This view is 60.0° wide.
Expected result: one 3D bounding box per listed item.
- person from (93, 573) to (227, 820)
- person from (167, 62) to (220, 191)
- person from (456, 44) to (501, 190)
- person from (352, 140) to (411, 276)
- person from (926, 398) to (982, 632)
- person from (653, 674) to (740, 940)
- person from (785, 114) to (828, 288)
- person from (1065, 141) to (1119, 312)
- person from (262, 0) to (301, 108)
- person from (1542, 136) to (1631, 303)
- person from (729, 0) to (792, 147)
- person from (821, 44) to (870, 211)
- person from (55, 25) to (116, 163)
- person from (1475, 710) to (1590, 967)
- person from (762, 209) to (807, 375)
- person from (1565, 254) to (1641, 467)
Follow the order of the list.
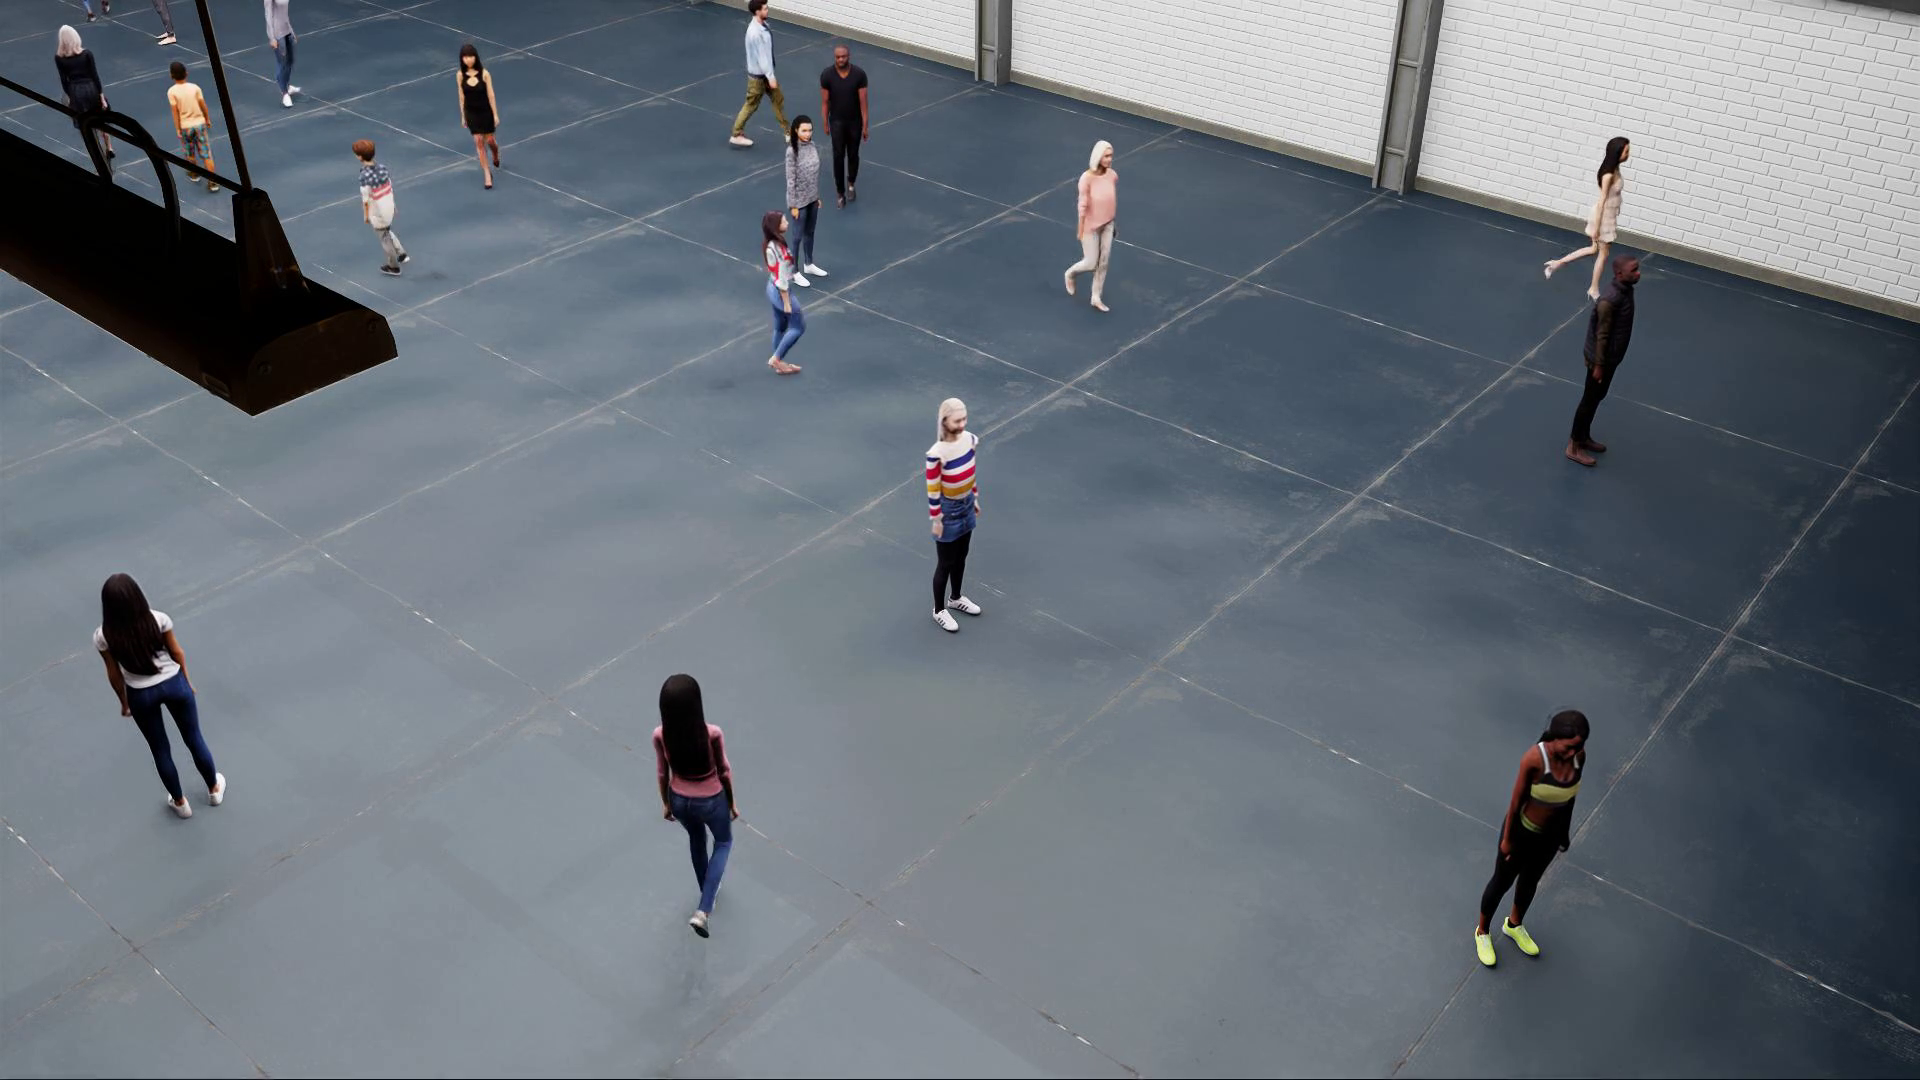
[{"bbox_3d":[-4.882,0.951,10.137,0.658,1.774,0.641,-16,37,-23],"label":"person"},{"bbox_3d":[-8.700,-4.671,18.896,0.700,1.441,0.921,-21,39,-29],"label":"person"},{"bbox_3d":[-5.483,-4.869,19.018,0.824,1.635,0.884,-3,34,-4],"label":"person"},{"bbox_3d":[-5.865,-3.378,16.959,0.633,1.433,0.593,12,36,18],"label":"person"},{"bbox_3d":[-0.055,-0.204,11.842,0.501,1.810,0.647,25,41,32],"label":"person"},{"bbox_3d":[-1.484,1.522,9.321,0.911,1.727,0.925,2,34,3],"label":"person"},{"bbox_3d":[-1.586,-3.456,16.804,0.554,1.733,0.630,20,39,28],"label":"person"},{"bbox_3d":[1.293,-3.095,16.283,0.713,1.709,0.878,-22,39,-29],"label":"person"},{"bbox_3d":[-8.778,-6.468,21.347,0.883,1.721,0.873,10,35,15],"label":"person"},{"bbox_3d":[6.232,-3.150,16.360,0.974,1.715,0.726,15,37,22],"label":"person"},{"bbox_3d":[-2.476,-5.545,19.920,1.287,1.763,1.134,2,34,3],"label":"person"},{"bbox_3d":[-1.263,-4.672,18.578,1.009,1.794,1.063,-3,34,-4],"label":"person"},{"bbox_3d":[-10.060,-4.999,19.167,0.977,1.686,1.234,-12,35,-18],"label":"person"},{"bbox_3d":[3.155,1.603,9.175,0.642,1.755,0.675,-8,34,-11],"label":"person"},{"bbox_3d":[-1.691,-2.215,15.048,0.782,1.609,0.693,-10,35,-14],"label":"person"},{"bbox_3d":[5.343,-1.517,13.794,0.588,1.836,0.705,21,39,29],"label":"person"}]
